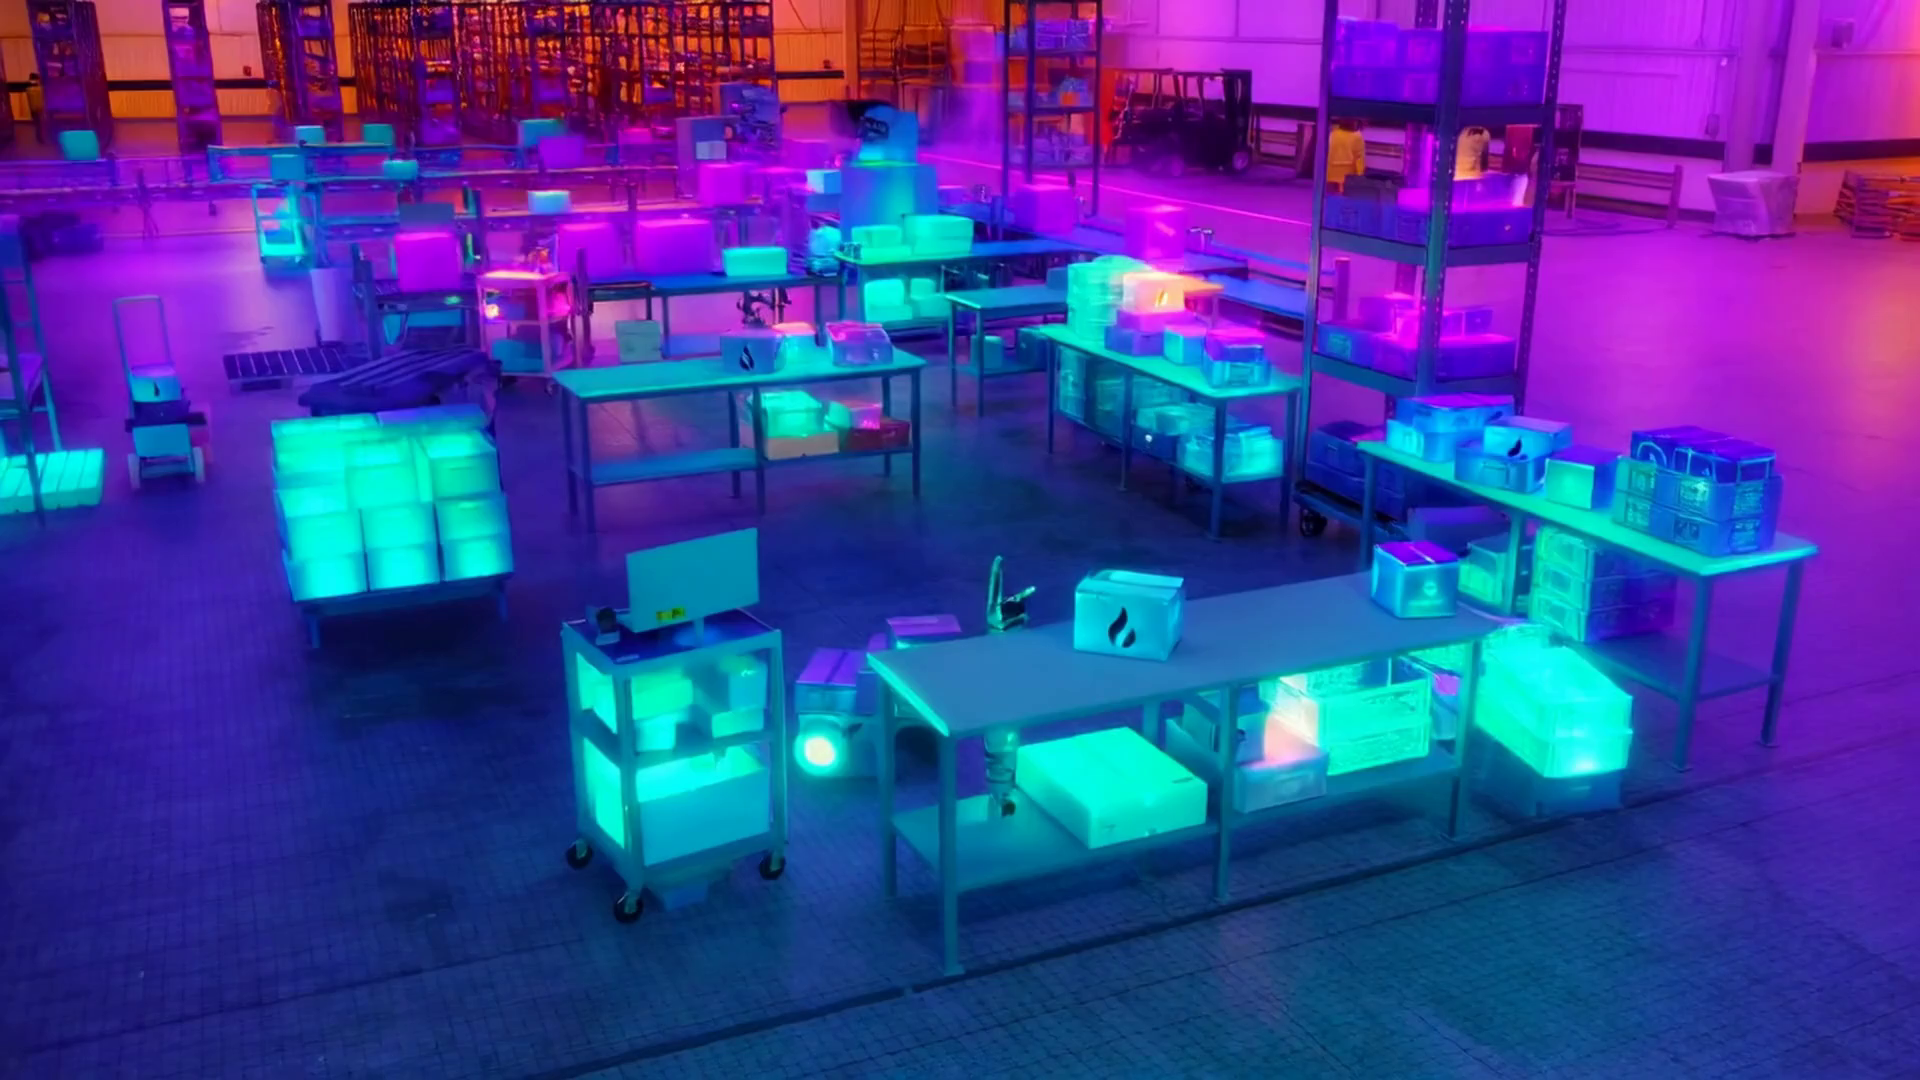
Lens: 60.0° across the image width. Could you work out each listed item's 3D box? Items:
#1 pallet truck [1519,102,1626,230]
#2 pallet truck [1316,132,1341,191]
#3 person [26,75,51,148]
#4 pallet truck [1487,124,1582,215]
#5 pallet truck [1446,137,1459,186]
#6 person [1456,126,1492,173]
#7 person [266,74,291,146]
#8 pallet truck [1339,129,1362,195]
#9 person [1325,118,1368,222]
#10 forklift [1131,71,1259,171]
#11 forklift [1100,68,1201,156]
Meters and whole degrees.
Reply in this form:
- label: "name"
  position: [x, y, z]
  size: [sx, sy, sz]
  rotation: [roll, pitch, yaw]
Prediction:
- label: "pallet truck"
  position: [9.972, -6.037, 26.785]
  size: [1.885, 1.965, 0.823]
  rotation: [-9, 20, -25]
- label: "pallet truck"
  position: [7.723, -7.504, 32.656]
  size: [1.601, 1.201, 0.680]
  rotation: [-8, 19, -23]
- label: "person"
  position: [-23.533, -10.979, 42.614]
  size: [0.601, 1.832, 0.430]
  rotation: [-9, 20, -25]
- label: "pallet truck"
  position: [9.707, -6.455, 28.103]
  size: [1.885, 1.965, 0.823]
  rotation: [-7, 19, -20]
- label: "pallet truck"
  position: [9.184, -6.485, 29.328]
  size: [1.630, 1.274, 0.653]
  rotation: [-8, 19, -23]
- label: "person"
  position: [8.009, -5.787, 26.146]
  size: [0.409, 1.906, 0.652]
  rotation: [-8, 19, -23]
- label: "person"
  position: [-17.762, -11.239, 43.480]
  size: [0.747, 1.803, 0.614]
  rotation: [-11, 21, -31]
- label: "pallet truck"
  position: [7.845, -7.140, 31.411]
  size: [1.522, 1.261, 0.704]
  rotation: [-9, 20, -25]
- label: "person"
  position: [5.661, -5.323, 24.486]
  size: [0.730, 2.030, 0.463]
  rotation: [11, 21, 32]
- label: "forklift"
  position: [4.998, -8.936, 35.413]
  size: [2.680, 1.987, 1.157]
  rotation: [-9, 20, -25]
- label: "forklift"
  position: [4.082, -9.564, 37.410]
  size: [2.680, 1.987, 1.157]
  rotation: [-8, 19, -23]
